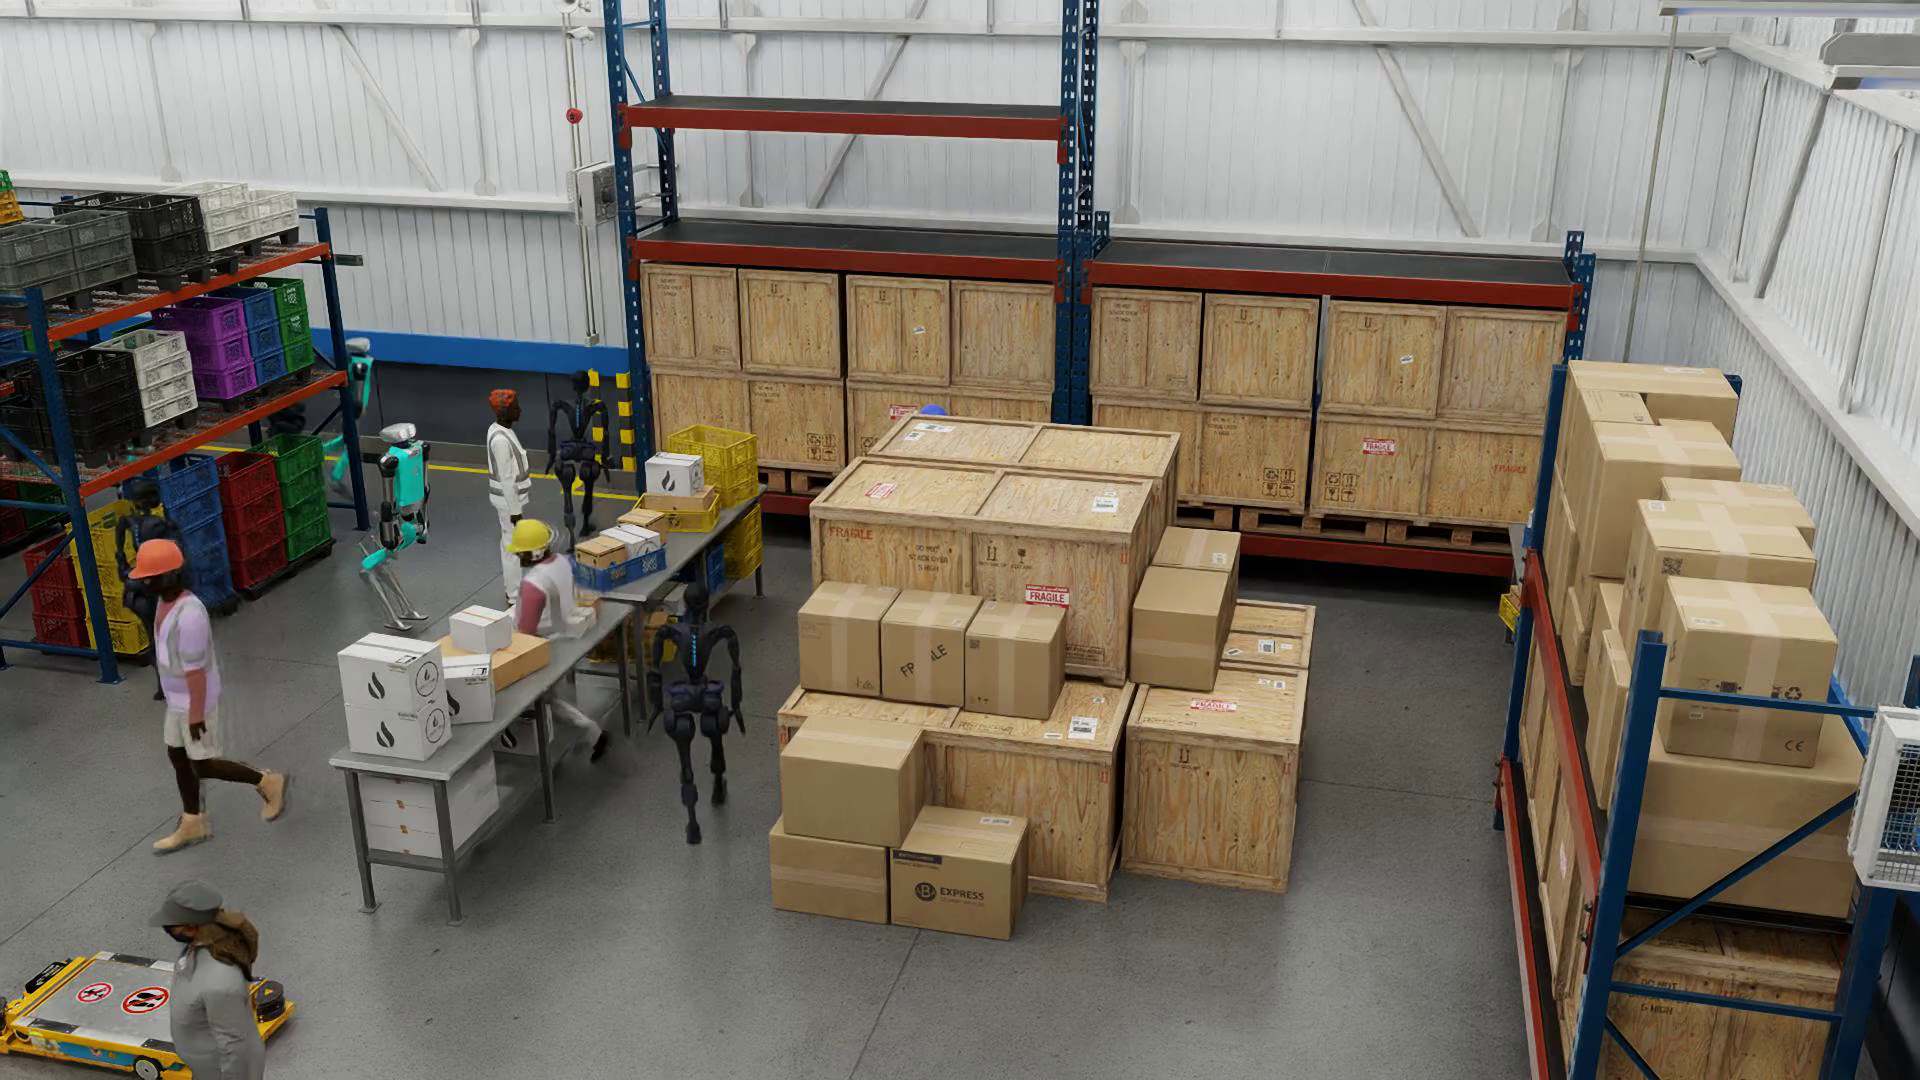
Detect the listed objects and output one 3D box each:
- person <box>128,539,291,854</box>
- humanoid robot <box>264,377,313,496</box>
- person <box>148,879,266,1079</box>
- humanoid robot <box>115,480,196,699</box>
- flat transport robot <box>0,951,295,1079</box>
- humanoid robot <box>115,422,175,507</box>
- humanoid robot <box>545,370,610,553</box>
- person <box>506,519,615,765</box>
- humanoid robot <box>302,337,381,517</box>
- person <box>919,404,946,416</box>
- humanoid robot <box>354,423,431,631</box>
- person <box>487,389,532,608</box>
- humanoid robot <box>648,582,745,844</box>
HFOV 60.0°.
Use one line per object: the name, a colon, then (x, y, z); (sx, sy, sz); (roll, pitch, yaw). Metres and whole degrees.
person: (-4.647, 0.934, 10.142); (0.758, 2.025, 0.616); (-18, 27, -38)
humanoid robot: (-6.554, -1.188, 16.182); (0.361, 1.642, 0.610); (1, 21, 1)
person: (-3.134, 2.223, 7.126); (0.395, 1.767, 0.573); (-13, 24, -30)
humanoid robot: (-5.874, 0.365, 12.131); (0.610, 1.645, 0.332); (3, 21, 7)
flat transport robot: (-4.270, 2.464, 8.601); (1.431, 0.231, 0.659); (5, 22, 13)
humanoid robot: (-7.454, -0.809, 15.138); (0.538, 1.753, 1.037); (-5, 21, -12)
humanoid robot: (-3.464, -0.718, 15.043); (0.615, 1.633, 0.766); (-3, 21, -7)
person: (-2.712, 0.691, 11.103); (0.728, 1.796, 0.609); (2, 21, 5)
humanoid robot: (-5.984, -1.005, 15.663); (1.024, 1.755, 0.549); (-7, 22, -18)
person: (-0.184, -0.120, 13.032); (0.605, 1.935, 0.410); (-4, 21, -10)
humanoid robot: (-4.536, -0.122, 13.168); (0.742, 1.691, 0.532); (7, 22, 18)
person: (-3.666, -0.320, 13.623); (0.354, 1.883, 0.572); (-6, 22, -16)
humanoid robot: (-1.662, 1.024, 10.434); (0.610, 1.630, 0.724); (-3, 21, -8)
